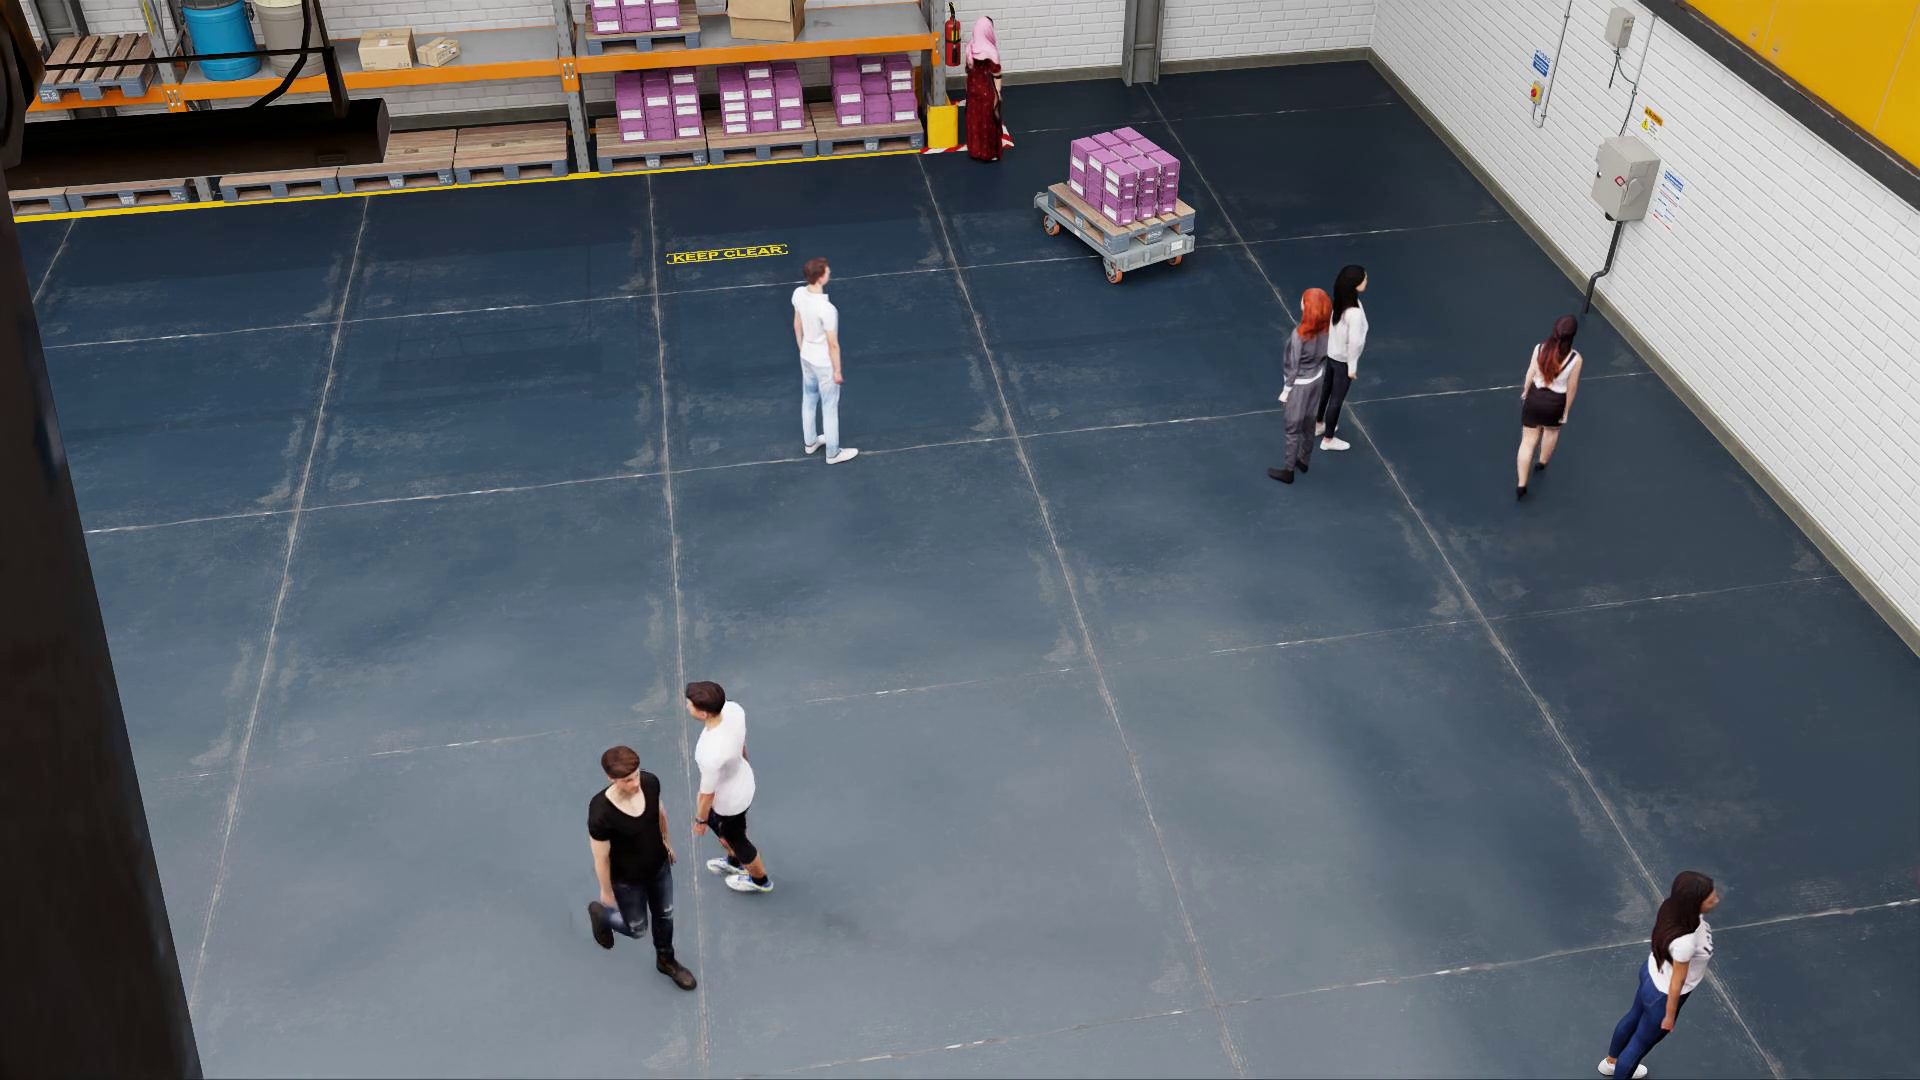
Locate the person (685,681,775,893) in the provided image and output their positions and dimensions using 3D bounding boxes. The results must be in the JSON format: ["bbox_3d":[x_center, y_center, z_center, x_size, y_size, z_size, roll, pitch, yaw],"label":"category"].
[{"bbox_3d":[-1.294,1.525,9.933,0.816,1.834,0.805,8,39,10],"label":"person"}]

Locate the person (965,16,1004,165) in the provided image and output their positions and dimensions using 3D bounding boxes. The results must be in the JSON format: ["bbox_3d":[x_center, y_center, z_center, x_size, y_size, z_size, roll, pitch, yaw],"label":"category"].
[{"bbox_3d":[0.255,-4.921,18.160,0.762,1.639,0.797,29,47,32],"label":"person"}]

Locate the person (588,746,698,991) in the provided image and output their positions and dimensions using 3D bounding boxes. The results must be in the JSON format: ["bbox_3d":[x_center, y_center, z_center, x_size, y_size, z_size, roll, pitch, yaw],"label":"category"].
[{"bbox_3d":[-1.901,1.833,9.510,1.082,1.880,1.042,26,45,29],"label":"person"}]

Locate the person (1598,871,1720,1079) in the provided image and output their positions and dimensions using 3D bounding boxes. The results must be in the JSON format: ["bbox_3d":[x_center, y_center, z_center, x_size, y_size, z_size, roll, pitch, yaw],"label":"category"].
[{"bbox_3d":[3.734,2.401,8.886,0.668,1.772,0.667,10,40,12],"label":"person"}]

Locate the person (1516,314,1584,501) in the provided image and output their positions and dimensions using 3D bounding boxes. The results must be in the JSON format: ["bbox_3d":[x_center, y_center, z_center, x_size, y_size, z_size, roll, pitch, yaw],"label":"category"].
[{"bbox_3d":[4.649,-1.023,13.287,0.873,1.629,0.877,15,41,18],"label":"person"}]

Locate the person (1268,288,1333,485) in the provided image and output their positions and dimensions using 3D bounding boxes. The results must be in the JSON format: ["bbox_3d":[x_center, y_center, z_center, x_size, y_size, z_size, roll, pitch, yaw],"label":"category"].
[{"bbox_3d":[2.770,-1.255,13.458,0.590,1.779,0.708,-29,47,-31],"label":"person"}]

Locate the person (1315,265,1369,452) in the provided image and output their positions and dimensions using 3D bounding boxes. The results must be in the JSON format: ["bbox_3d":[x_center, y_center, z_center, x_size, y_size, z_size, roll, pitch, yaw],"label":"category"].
[{"bbox_3d":[3.176,-1.540,13.879,0.524,1.700,0.601,-6,39,-8],"label":"person"}]

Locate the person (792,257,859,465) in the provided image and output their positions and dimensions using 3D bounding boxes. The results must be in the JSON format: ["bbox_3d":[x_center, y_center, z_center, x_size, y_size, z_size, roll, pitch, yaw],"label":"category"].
[{"bbox_3d":[-1.160,-1.478,13.680,0.738,1.850,0.728,-30,48,-32],"label":"person"}]
